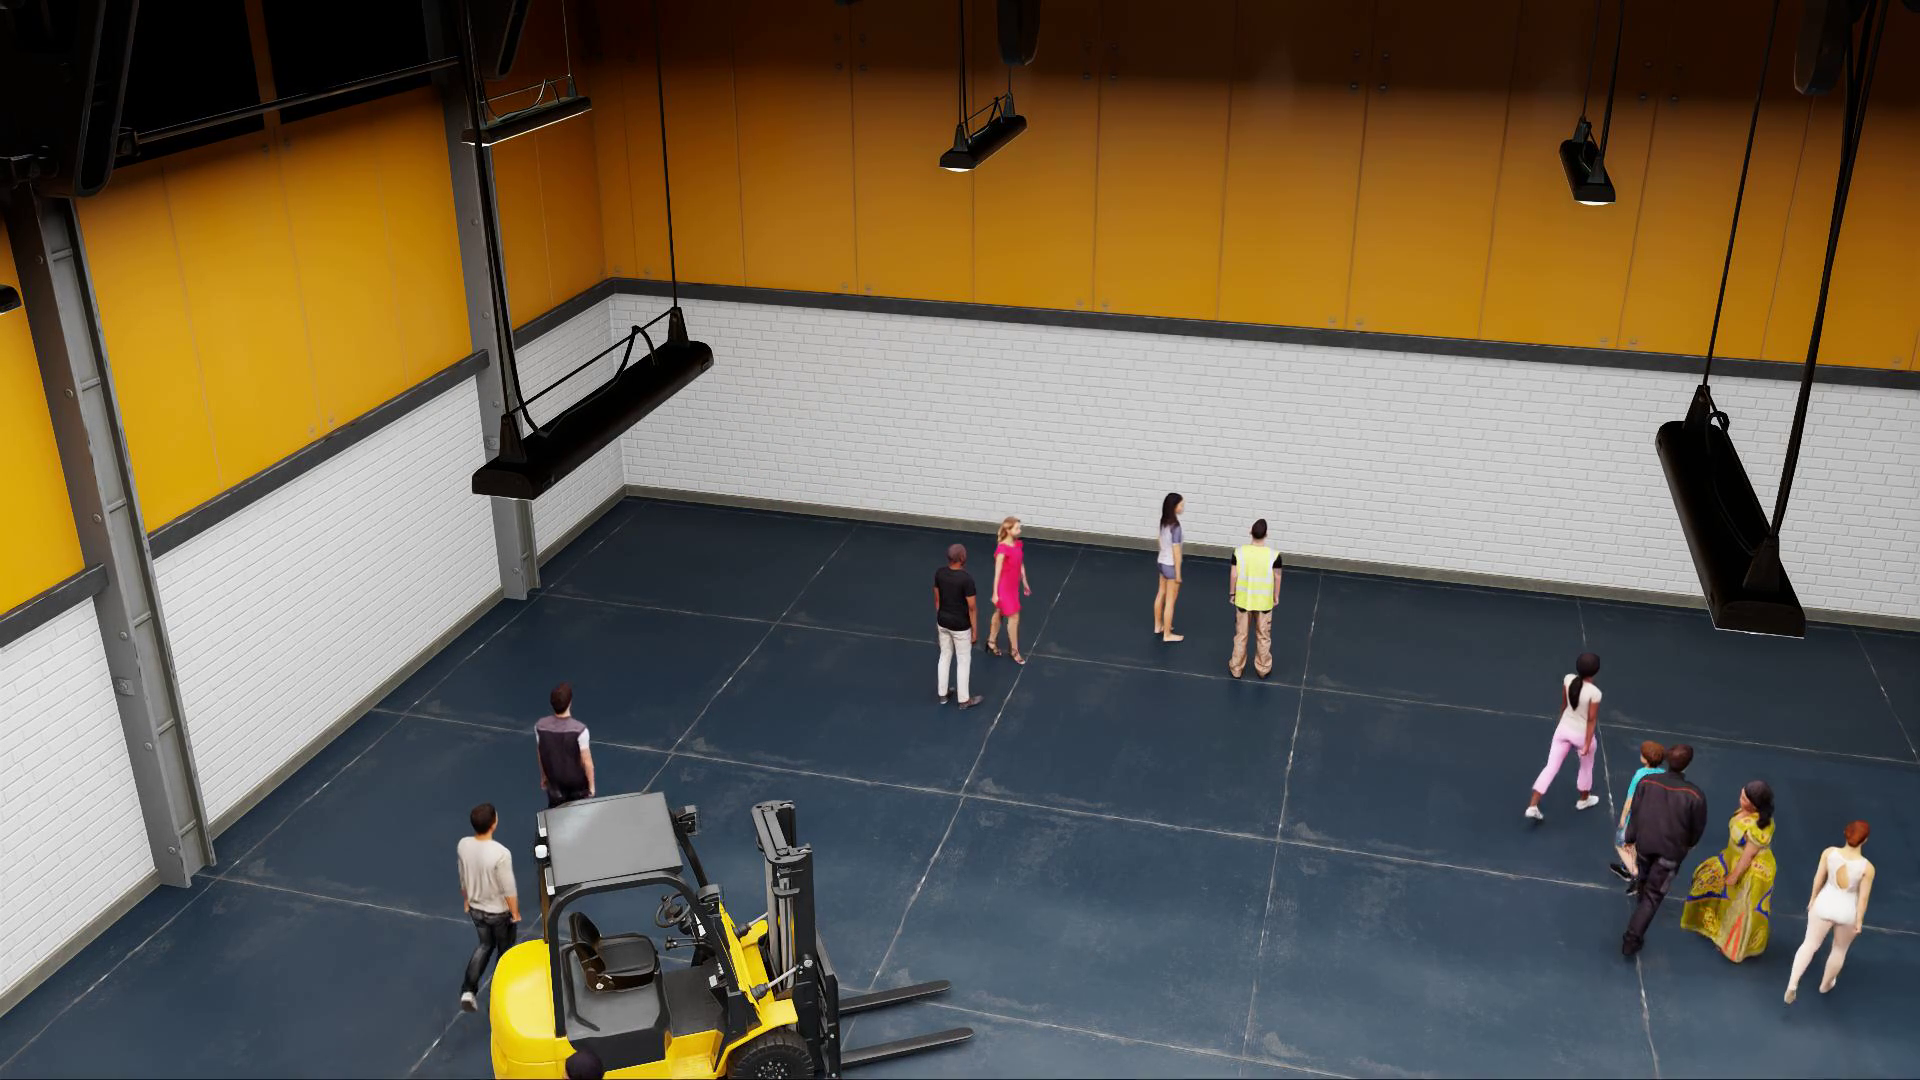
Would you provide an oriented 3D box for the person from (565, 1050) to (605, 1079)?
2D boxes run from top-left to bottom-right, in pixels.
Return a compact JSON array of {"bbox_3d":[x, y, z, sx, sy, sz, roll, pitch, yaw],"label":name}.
[{"bbox_3d":[-2.256,3.884,10.377,0.694,1.743,0.571,-4,24,-9],"label":"person"}]

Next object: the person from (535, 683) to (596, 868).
[{"bbox_3d":[-3.415,2.113,14.323,0.742,1.827,1.045,3,24,7],"label":"person"}]

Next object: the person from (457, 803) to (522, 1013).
[{"bbox_3d":[-3.619,2.851,12.675,0.701,1.794,0.928,9,25,19],"label":"person"}]

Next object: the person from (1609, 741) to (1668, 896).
[{"bbox_3d":[5.840,2.376,14.207,0.786,1.438,0.882,-9,25,-20],"label":"person"}]

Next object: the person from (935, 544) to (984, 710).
[{"bbox_3d":[-0.051,0.877,17.180,0.736,1.804,0.709,16,28,32],"label":"person"}]

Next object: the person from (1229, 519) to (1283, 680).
[{"bbox_3d":[3.137,0.624,17.704,0.709,1.847,0.728,4,24,9],"label":"person"}]

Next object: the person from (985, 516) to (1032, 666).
[{"bbox_3d":[0.429,0.513,18.133,0.753,1.707,0.761,12,26,25],"label":"person"}]

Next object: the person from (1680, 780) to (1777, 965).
[{"bbox_3d":[6.389,2.648,13.326,0.844,1.644,0.828,4,24,10],"label":"person"}]

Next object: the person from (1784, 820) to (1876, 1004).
[{"bbox_3d":[6.707,2.895,12.788,0.827,1.624,1.002,22,32,40],"label":"person"}]

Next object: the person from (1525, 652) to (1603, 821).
[{"bbox_3d":[5.529,1.816,15.156,1.188,1.704,1.077,-15,28,-31],"label":"person"}]

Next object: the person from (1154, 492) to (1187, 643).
[{"bbox_3d":[2.355,0.288,18.617,0.719,1.731,0.611,-7,25,-15],"label":"person"}]

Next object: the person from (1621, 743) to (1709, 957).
[{"bbox_3d":[5.610,2.537,13.409,1.098,1.782,1.300,21,31,39],"label":"person"}]
